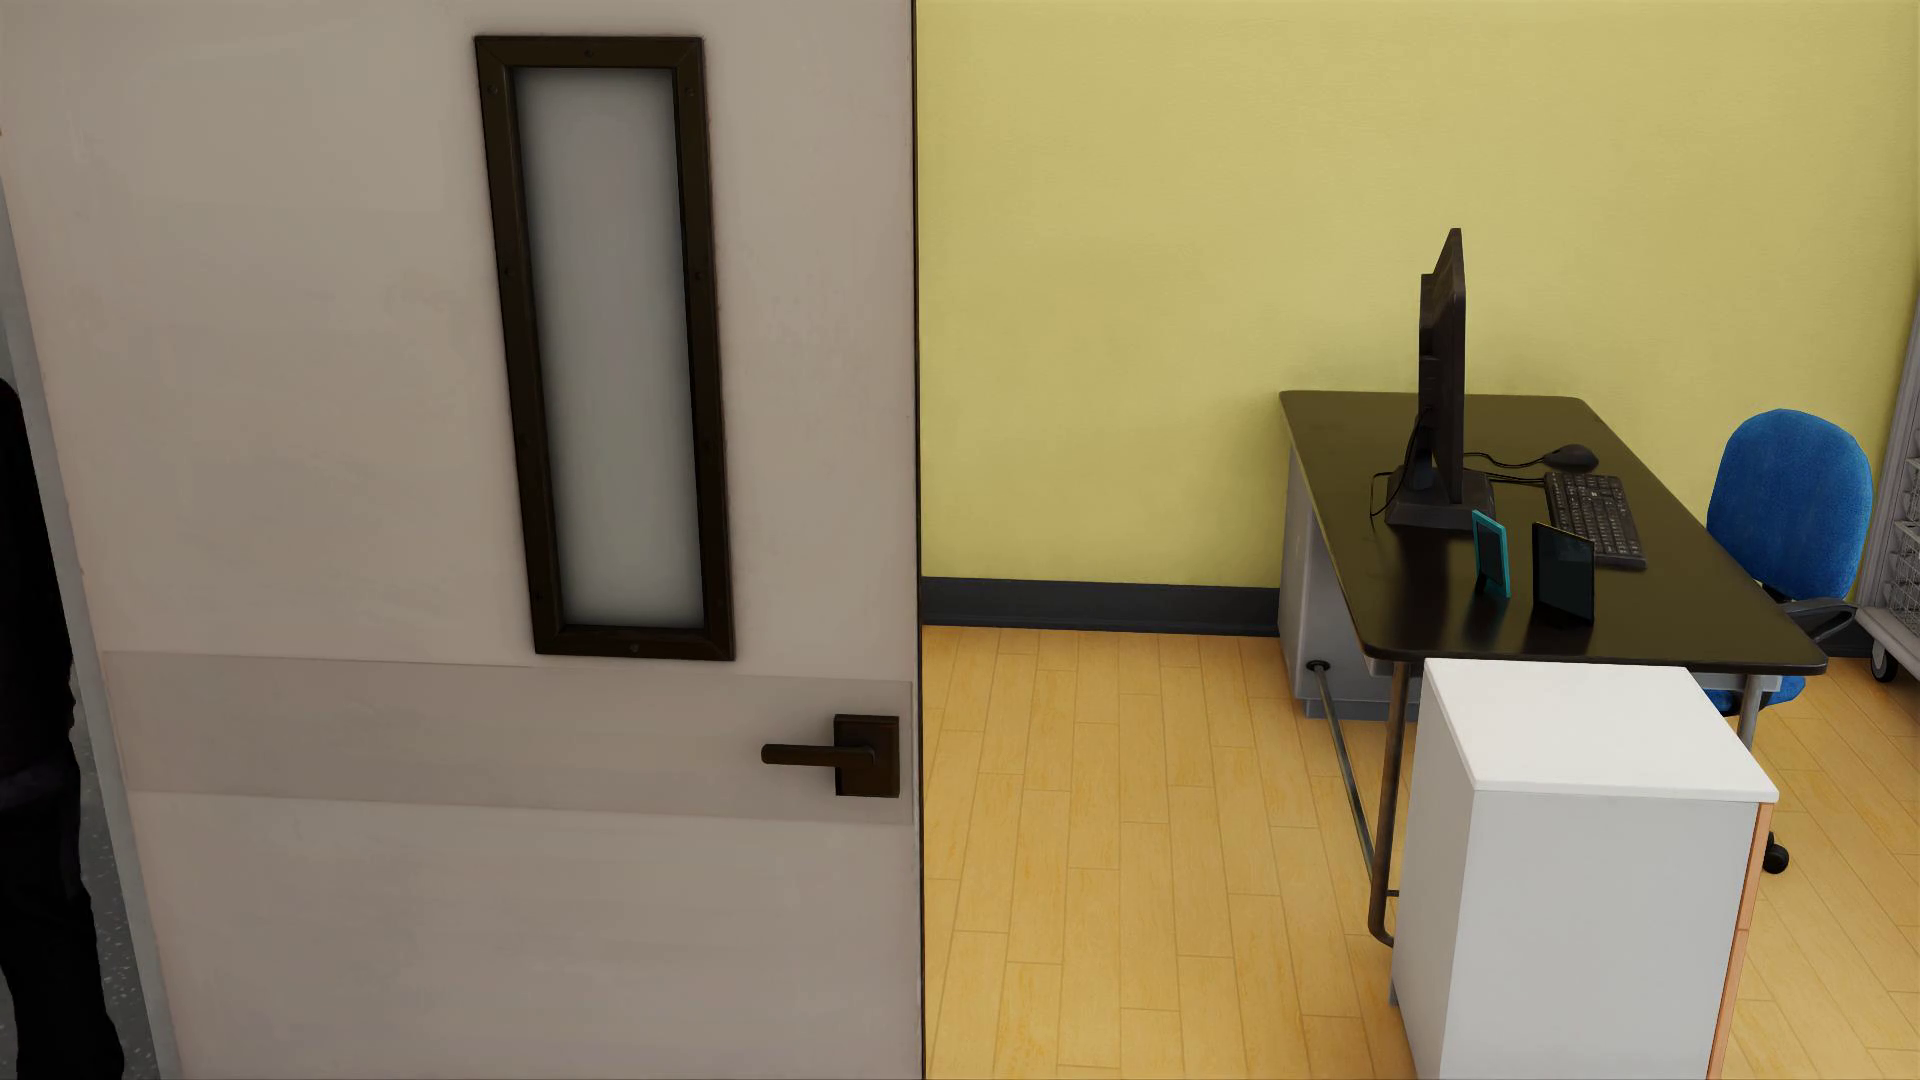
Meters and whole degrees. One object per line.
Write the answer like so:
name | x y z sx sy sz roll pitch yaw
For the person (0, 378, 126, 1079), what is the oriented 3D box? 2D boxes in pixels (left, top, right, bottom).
person | -1.632 0.368 2.711 1.100 1.800 1.146 -17 27 -38
